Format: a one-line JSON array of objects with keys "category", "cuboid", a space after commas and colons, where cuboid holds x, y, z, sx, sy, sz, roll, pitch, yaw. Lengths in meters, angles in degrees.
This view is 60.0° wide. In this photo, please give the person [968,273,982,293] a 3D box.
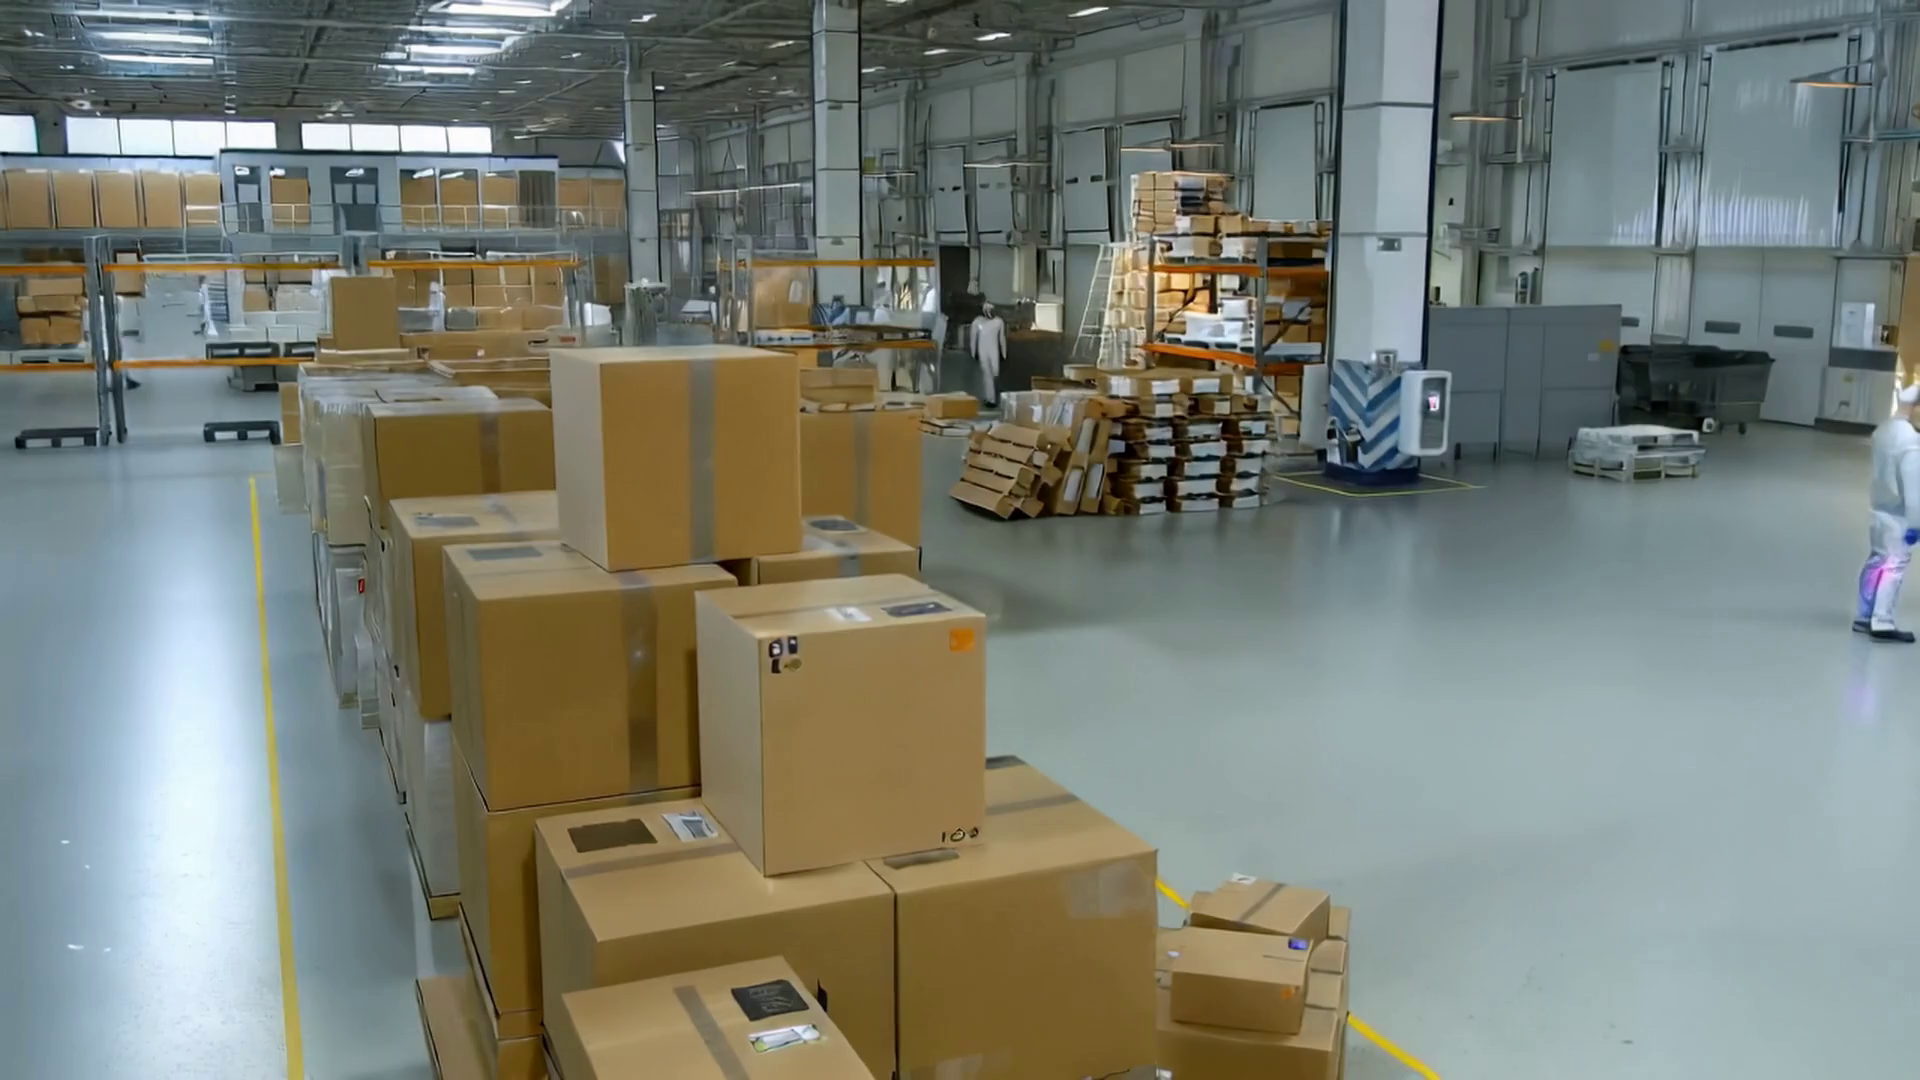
[{"category": "person", "cuboid": [0.458, -7.652, 53.630, 0.532, 1.876, 0.319, -5, 11, -25]}]

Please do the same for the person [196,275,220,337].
[{"category": "person", "cuboid": [-23.056, -7.120, 50.677, 0.983, 1.892, 0.560, 0, 10, 1]}]

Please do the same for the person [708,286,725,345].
[{"category": "person", "cuboid": [-5.570, -4.836, 37.966, 0.379, 1.924, 0.594, 3, 11, 15]}]

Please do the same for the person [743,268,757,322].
[{"category": "person", "cuboid": [-7.665, -8.772, 59.689, 0.820, 1.913, 0.656, -5, 11, -24]}]

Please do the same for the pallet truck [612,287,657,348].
[{"category": "pallet truck", "cuboid": [-6.464, -4.406, 35.401, 0.823, 1.965, 1.885, 6, 12, 32]}]

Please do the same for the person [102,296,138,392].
[{"category": "person", "cuboid": [-16.647, -3.862, 32.724, 0.563, 1.885, 0.987, 1, 10, 7]}]

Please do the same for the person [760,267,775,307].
[{"category": "person", "cuboid": [-8.473, -11.114, 72.887, 0.632, 1.817, 0.835, -9, 13, -39]}]

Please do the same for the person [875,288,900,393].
[{"category": "person", "cuboid": [-1.384, -3.880, 32.385, 0.536, 2.000, 0.683, 2, 10, 9]}]

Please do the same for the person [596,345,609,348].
[{"category": "person", "cuboid": [-4.038, -1.317, 18.949, 0.627, 1.809, 0.887, 3, 11, 16]}]

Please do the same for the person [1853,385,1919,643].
[{"category": "person", "cuboid": [6.959, -0.189, 12.371, 0.372, 1.927, 0.635, 1, 10, 3]}]

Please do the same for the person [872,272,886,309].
[{"category": "person", "cuboid": [-2.462, -7.072, 50.113, 0.400, 1.989, 0.623, -7, 12, -33]}]

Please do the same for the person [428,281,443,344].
[{"category": "person", "cuboid": [-14.047, -6.006, 44.571, 0.351, 1.878, 0.568, -8, 13, -38]}]

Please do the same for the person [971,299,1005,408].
[{"category": "person", "cuboid": [0.503, -3.307, 29.542, 0.640, 1.937, 0.391, -5, 12, -27]}]

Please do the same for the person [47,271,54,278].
[{"category": "person", "cuboid": [-30.953, -8.233, 56.771, 0.790, 1.888, 0.614, 4, 11, 19]}]
